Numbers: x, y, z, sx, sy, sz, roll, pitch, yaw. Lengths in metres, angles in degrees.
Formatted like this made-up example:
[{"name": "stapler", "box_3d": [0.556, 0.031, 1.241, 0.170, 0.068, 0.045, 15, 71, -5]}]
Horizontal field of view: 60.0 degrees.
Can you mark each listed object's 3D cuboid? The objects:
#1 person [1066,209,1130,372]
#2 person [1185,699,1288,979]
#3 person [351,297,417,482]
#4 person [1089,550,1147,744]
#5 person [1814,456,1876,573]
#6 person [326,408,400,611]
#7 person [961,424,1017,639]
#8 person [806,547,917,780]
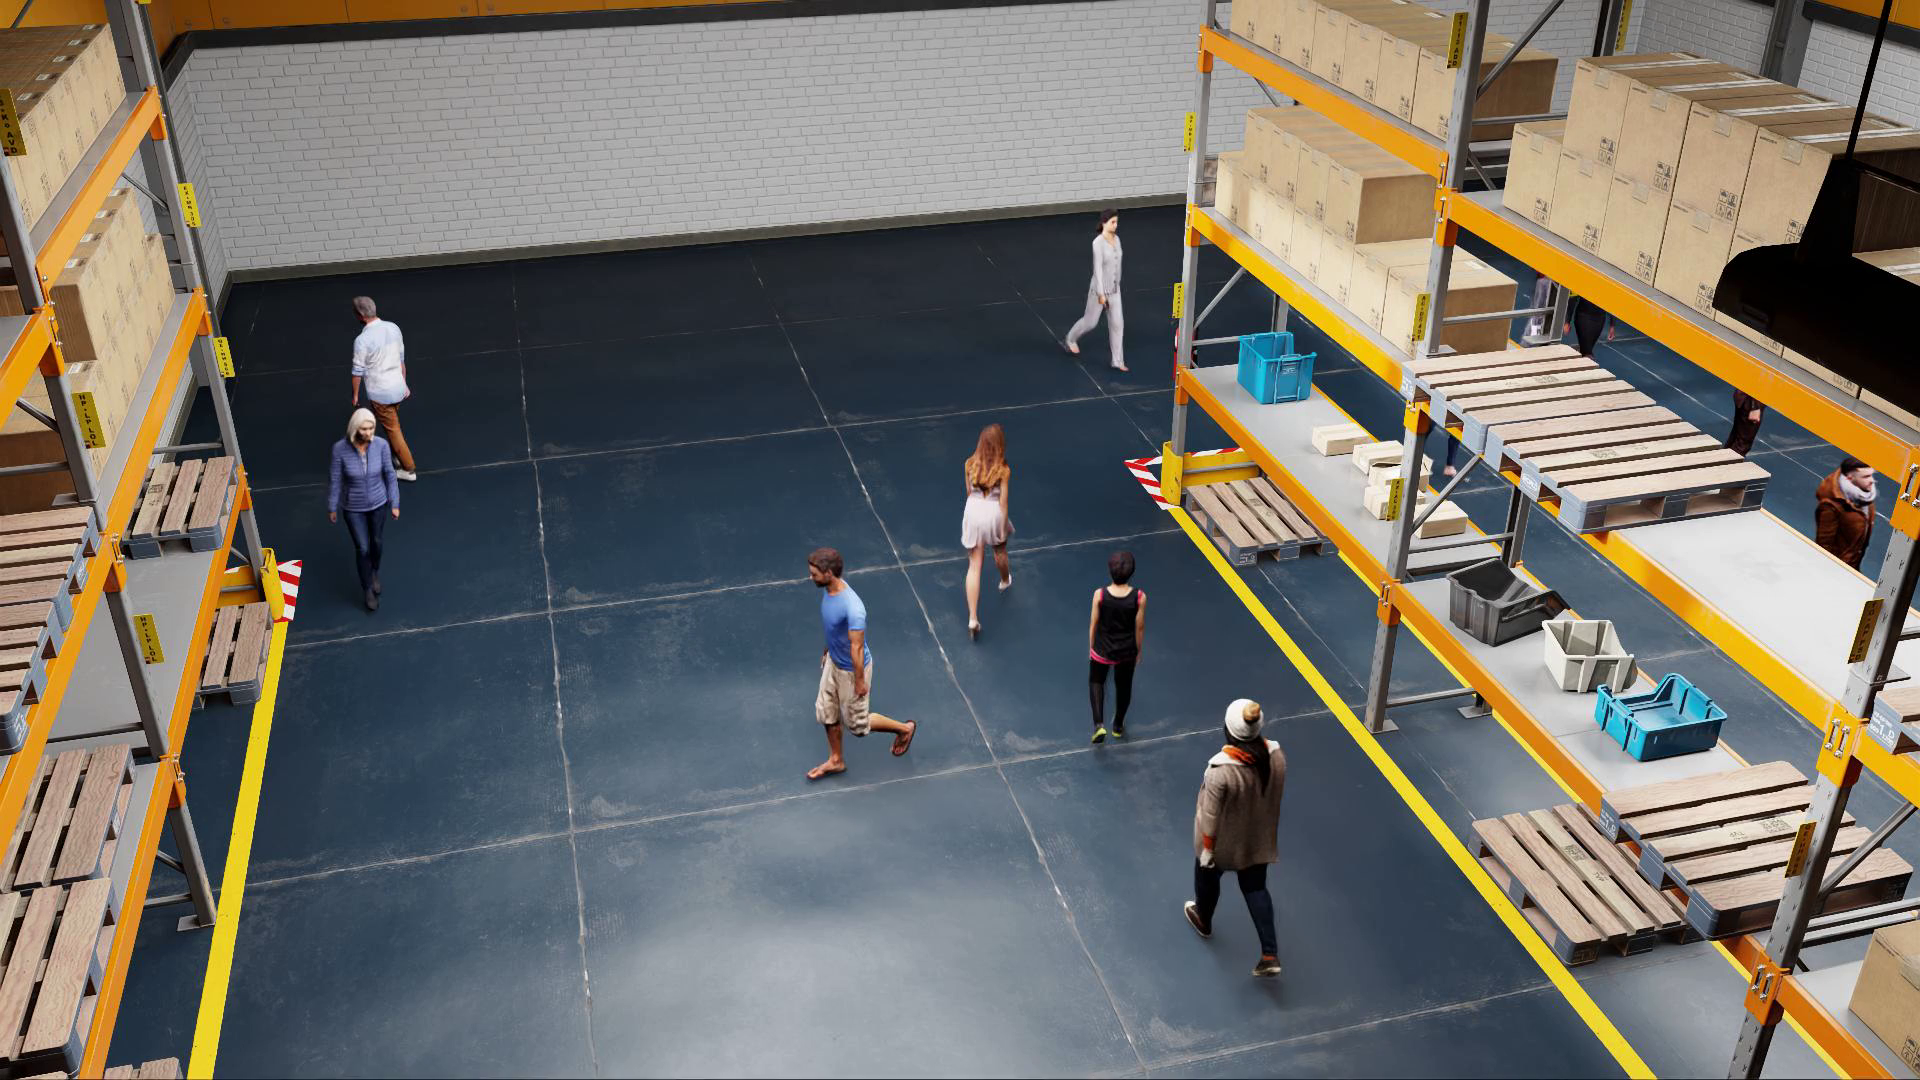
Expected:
[{"name": "person", "box_3d": [1.490, -2.730, 18.099, 0.892, 1.737, 1.181, -21, 35, -34]}, {"name": "person", "box_3d": [1.667, 1.754, 9.748, 0.745, 1.864, 1.144, -9, 30, -17]}, {"name": "person", "box_3d": [-5.314, -1.388, 15.578, 0.980, 1.797, 0.928, 13, 31, 22]}, {"name": "person", "box_3d": [1.105, 0.800, 11.832, 0.693, 1.542, 0.857, 3, 29, 5]}, {"name": "person", "box_3d": [6.601, 0.200, 12.621, 0.883, 1.839, 0.847, 25, 37, 38]}, {"name": "person", "box_3d": [-4.935, -0.333, 13.742, 0.854, 1.702, 0.918, -15, 32, -25]}, {"name": "person", "box_3d": [0.170, -0.043, 13.194, 0.940, 1.718, 1.178, 8, 30, 14]}, {"name": "person", "box_3d": [-0.696, 0.844, 11.454, 0.890, 1.827, 1.035, -14, 32, -24]}]
